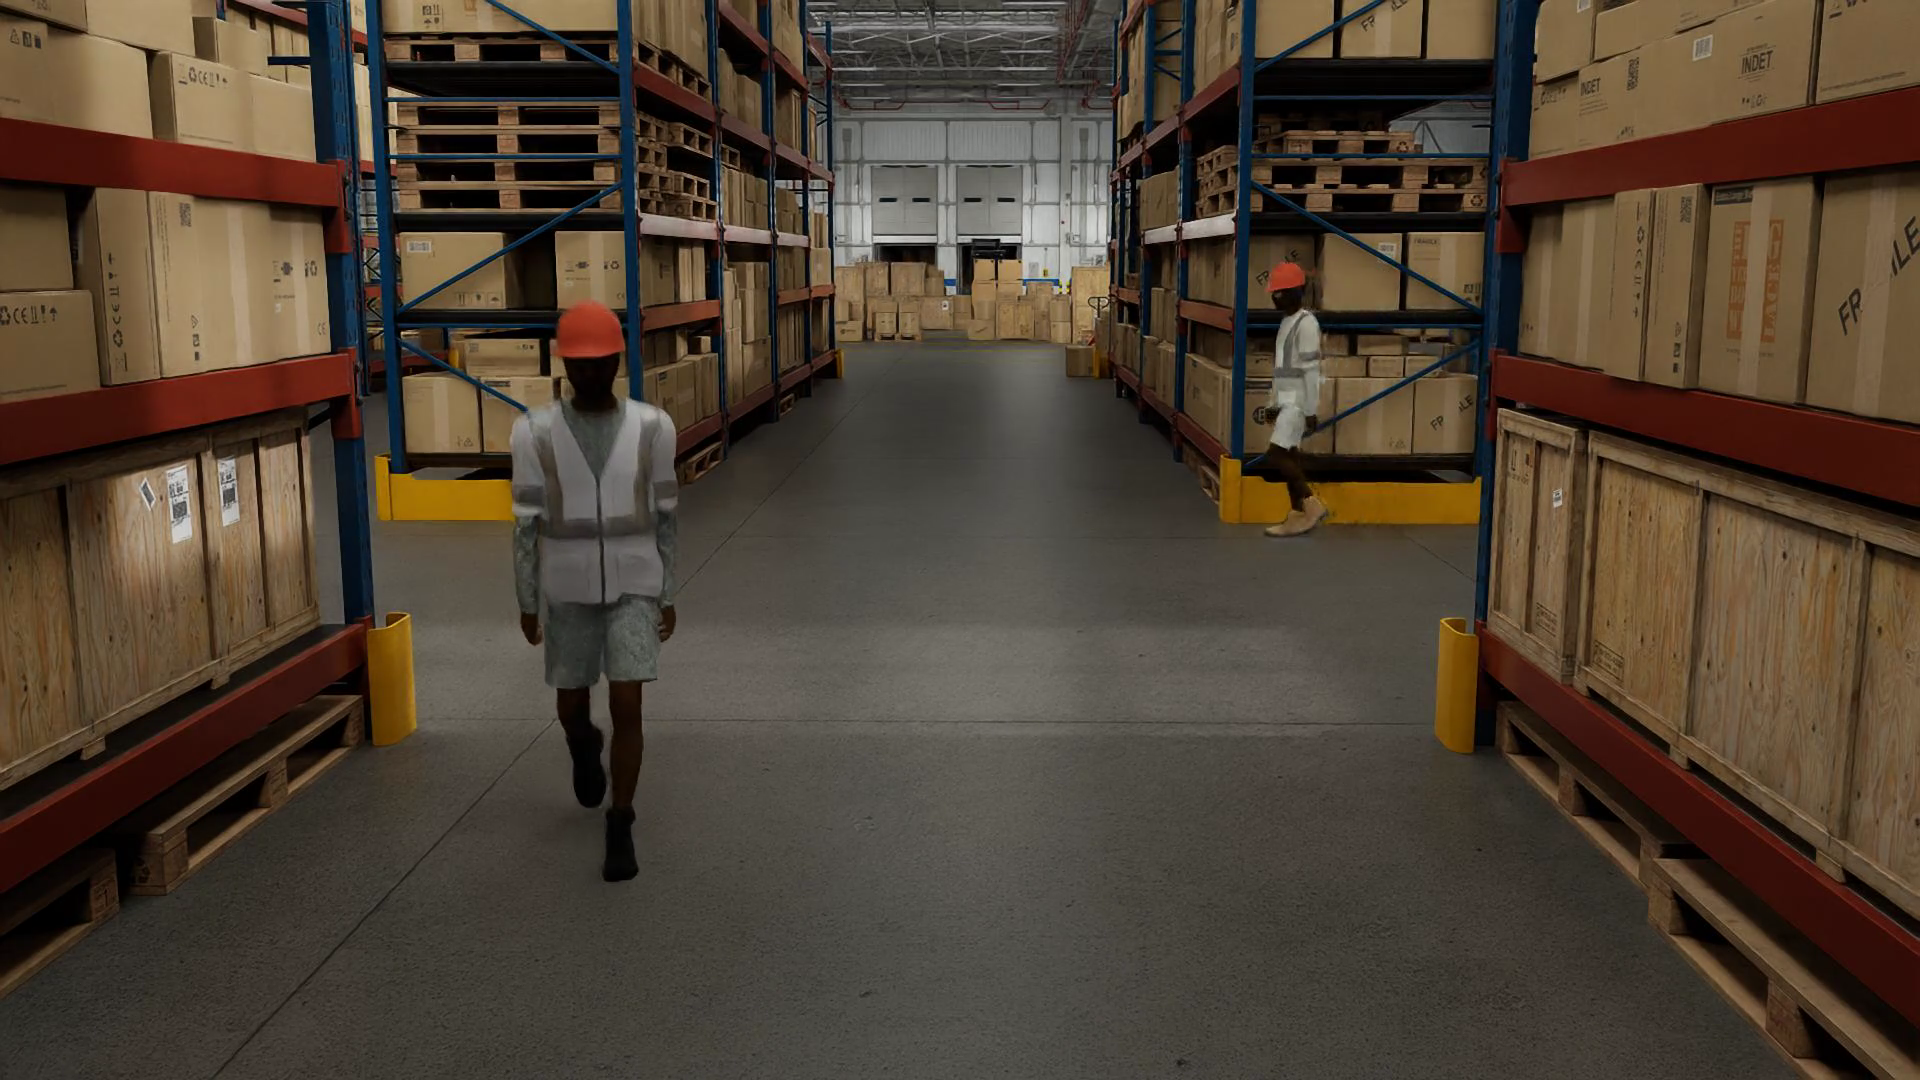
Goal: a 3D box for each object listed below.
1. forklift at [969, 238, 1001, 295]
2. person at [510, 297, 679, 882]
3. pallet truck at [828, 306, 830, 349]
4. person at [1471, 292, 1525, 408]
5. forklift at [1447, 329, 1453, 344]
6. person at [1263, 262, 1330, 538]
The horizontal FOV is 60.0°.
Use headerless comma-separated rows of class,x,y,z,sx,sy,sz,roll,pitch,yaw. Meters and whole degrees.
forklift,0.882,-8.750,55.973,1.129,2.768,1.873,-1,10,-5
person,-1.228,0.137,5.652,0.548,1.917,0.726,-2,10,-13
pallet truck,-3.100,-3.940,29.800,1.885,1.965,0.823,3,10,19
person,5.039,-1.462,15.528,0.621,1.818,0.862,0,9,0
forklift,11.268,-5.363,35.689,1.129,2.768,1.873,0,9,1
person,2.399,-1.003,12.129,0.433,2.021,0.609,0,9,0
